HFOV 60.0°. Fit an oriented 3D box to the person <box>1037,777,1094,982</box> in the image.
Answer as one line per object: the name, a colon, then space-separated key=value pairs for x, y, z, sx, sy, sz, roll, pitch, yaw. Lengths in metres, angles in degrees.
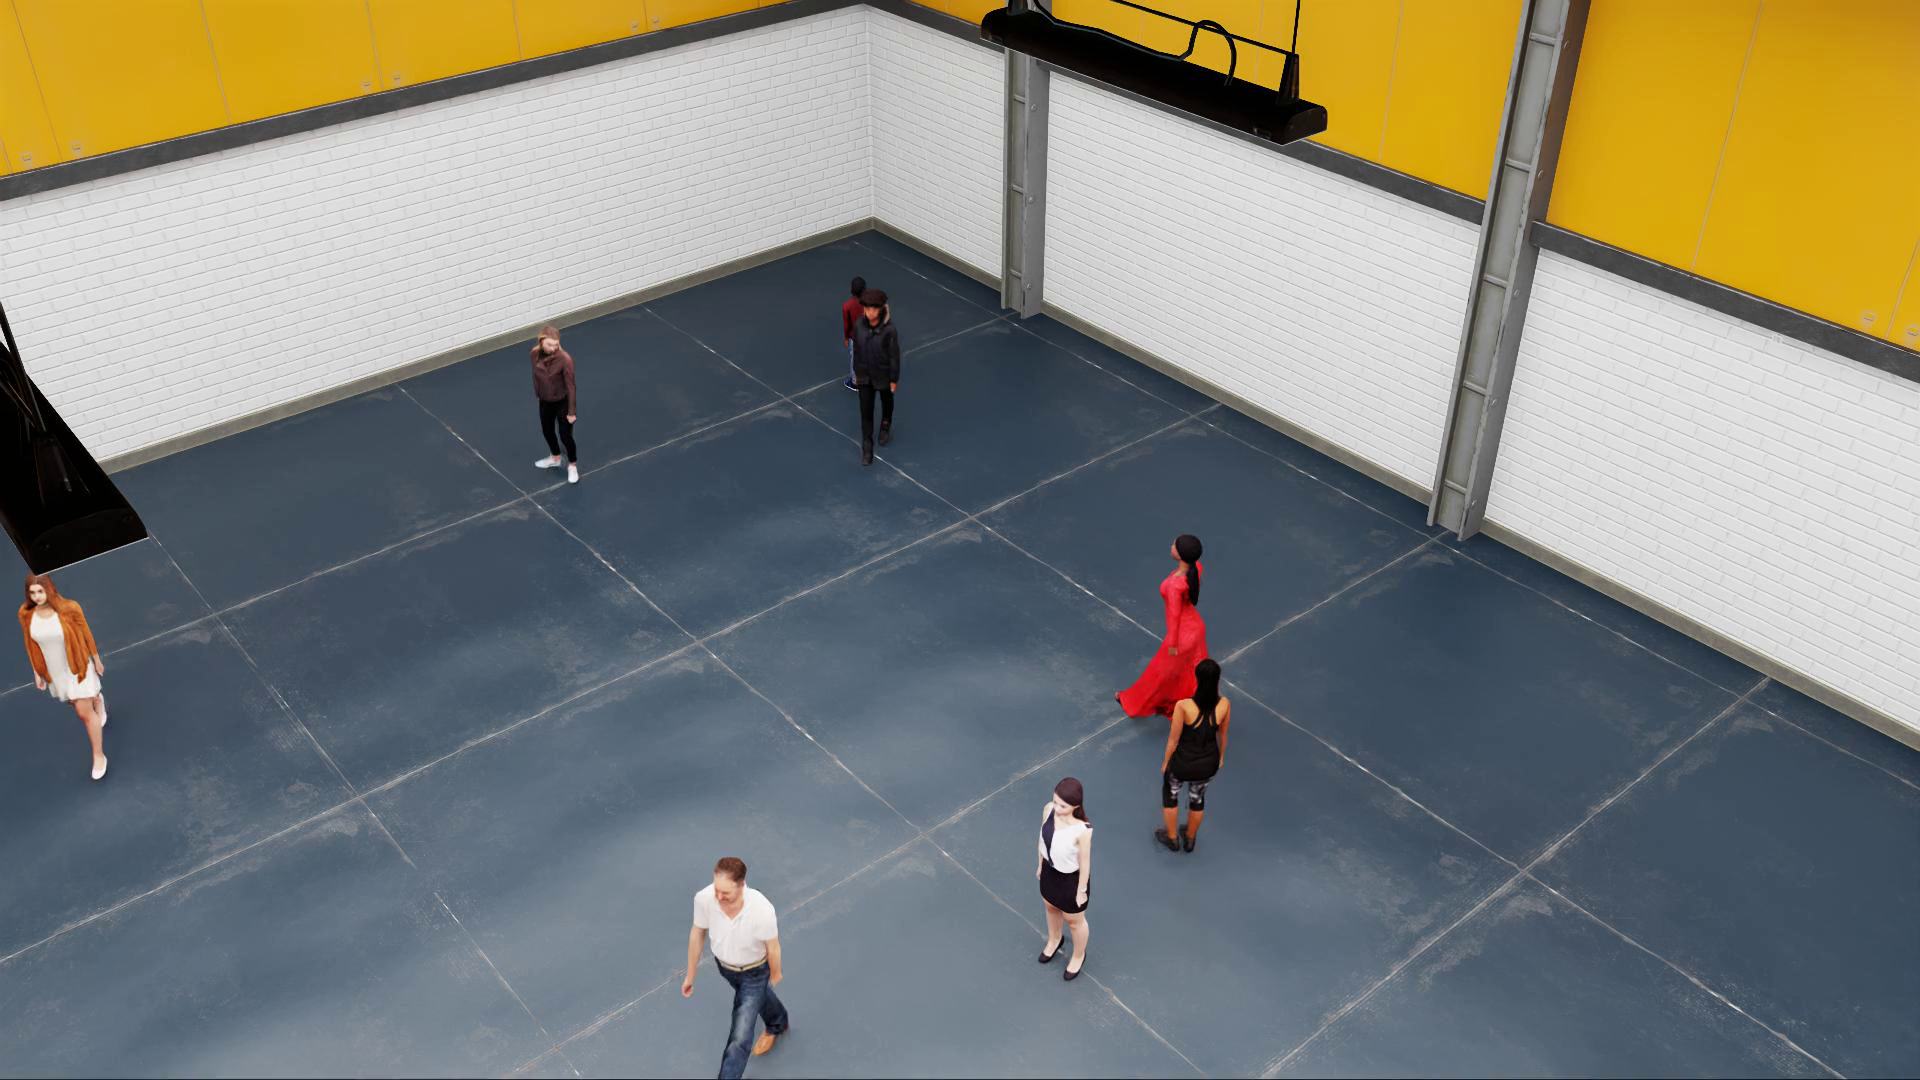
person: x=0.665 y=2.128 z=10.512 sx=0.476 sy=1.646 sz=0.622 roll=29 pitch=43 yaw=36

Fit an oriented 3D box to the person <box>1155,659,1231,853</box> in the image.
person: x=1.584 y=1.521 z=11.410 sx=0.716 sy=1.663 sz=0.724 roll=-5 pitch=34 yaw=-7

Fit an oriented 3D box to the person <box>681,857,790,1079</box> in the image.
person: x=-1.220 y=2.461 z=9.869 sx=1.231 sy=1.804 sz=0.998 roll=18 pitch=38 yaw=25

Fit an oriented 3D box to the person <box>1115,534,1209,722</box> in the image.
person: x=1.744 y=0.770 z=12.466 sx=1.143 sy=1.745 sz=0.815 roll=21 pitch=39 yaw=28

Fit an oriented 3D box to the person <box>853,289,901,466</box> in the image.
person: x=-0.796 y=-1.655 z=16.121 sx=1.105 sy=1.738 sz=1.138 roll=5 pitch=34 yaw=7

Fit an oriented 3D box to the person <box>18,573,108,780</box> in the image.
person: x=-6.606 y=0.889 z=12.331 sx=0.958 sy=1.697 sz=1.140 roll=-4 pitch=34 yaw=-6

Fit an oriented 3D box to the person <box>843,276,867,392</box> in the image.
person: x=-1.044 y=-2.160 z=17.316 sx=0.532 sy=1.256 sz=0.528 roll=-18 pitch=38 yaw=-25

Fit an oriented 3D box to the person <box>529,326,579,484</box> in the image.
person: x=-3.806 y=-1.309 z=15.660 sx=0.777 sy=1.673 sz=0.935 roll=21 pitch=39 yaw=28
